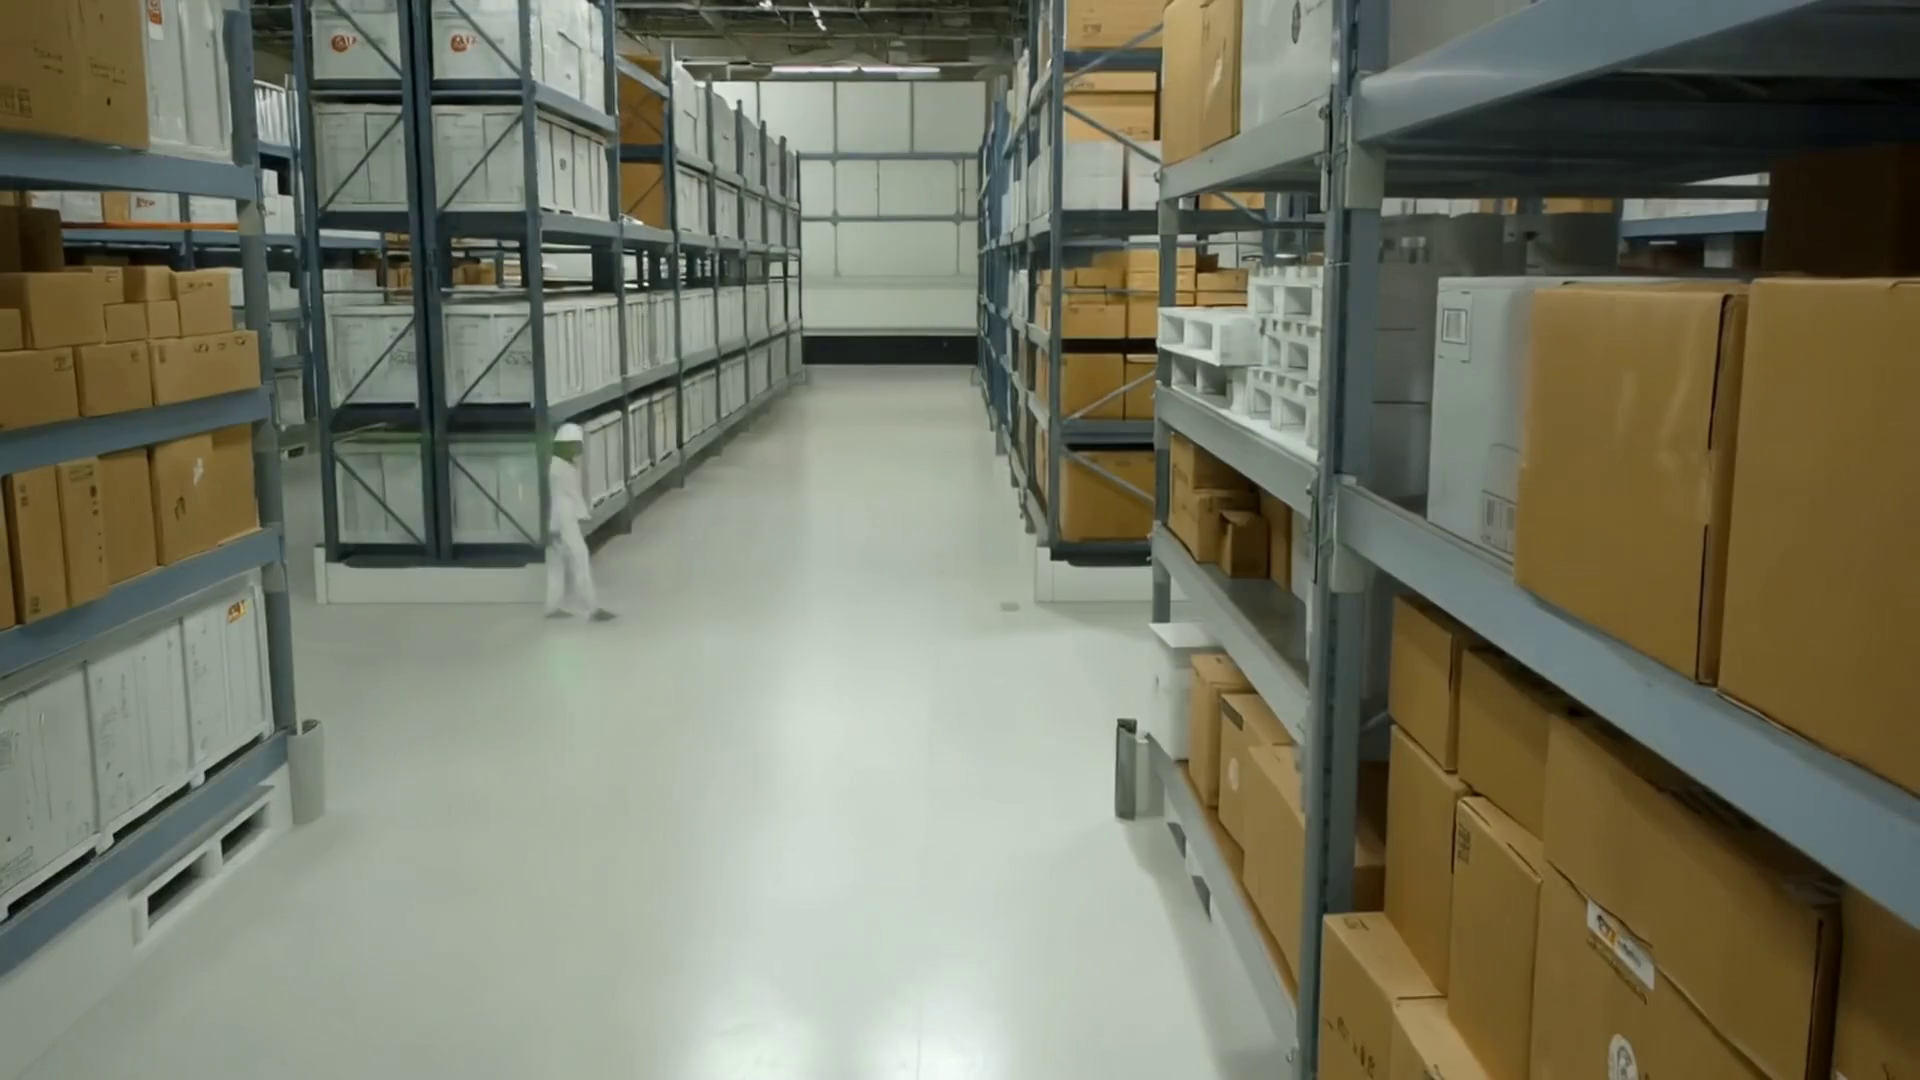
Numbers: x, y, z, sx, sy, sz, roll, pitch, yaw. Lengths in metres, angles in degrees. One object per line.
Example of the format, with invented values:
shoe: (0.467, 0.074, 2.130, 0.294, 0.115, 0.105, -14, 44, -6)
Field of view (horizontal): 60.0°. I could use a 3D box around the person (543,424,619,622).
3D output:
person: (-3.259, -0.137, 14.277, 0.811, 1.710, 0.508, 0, 9, 1)
